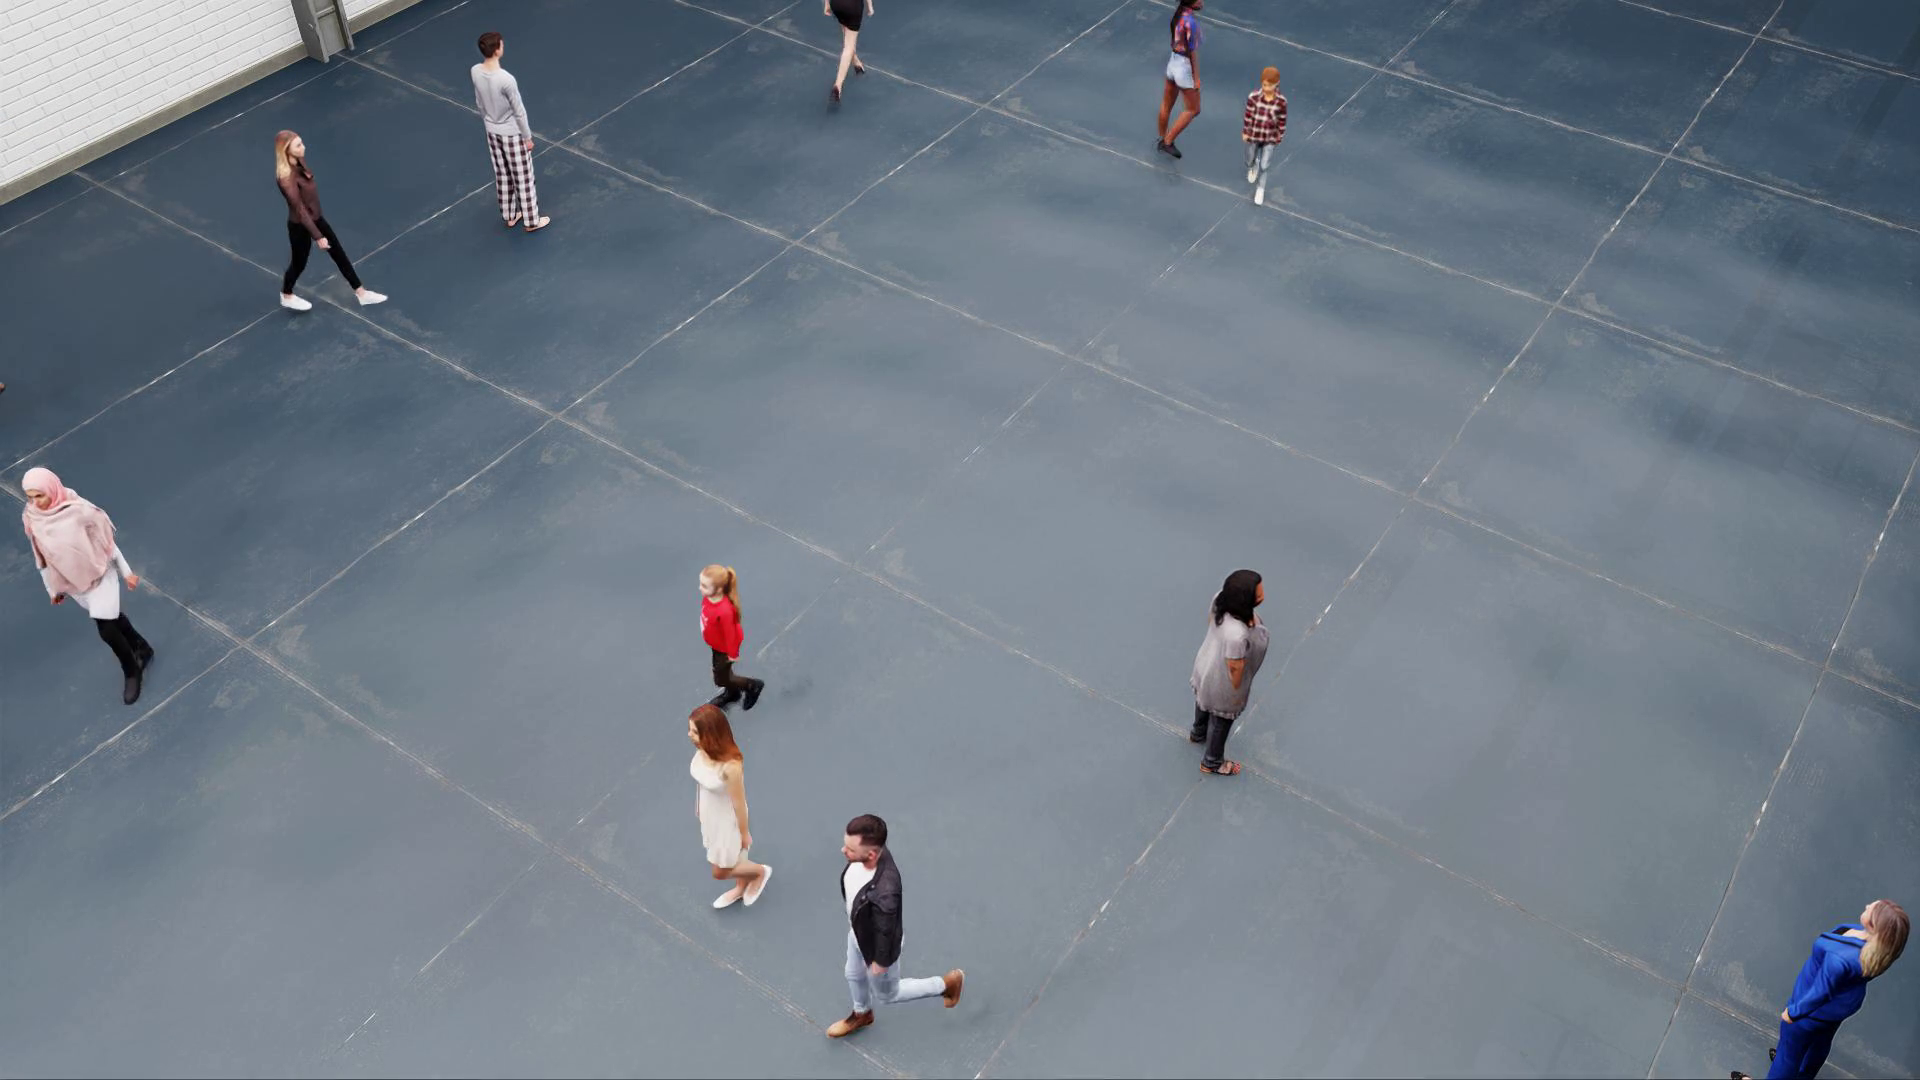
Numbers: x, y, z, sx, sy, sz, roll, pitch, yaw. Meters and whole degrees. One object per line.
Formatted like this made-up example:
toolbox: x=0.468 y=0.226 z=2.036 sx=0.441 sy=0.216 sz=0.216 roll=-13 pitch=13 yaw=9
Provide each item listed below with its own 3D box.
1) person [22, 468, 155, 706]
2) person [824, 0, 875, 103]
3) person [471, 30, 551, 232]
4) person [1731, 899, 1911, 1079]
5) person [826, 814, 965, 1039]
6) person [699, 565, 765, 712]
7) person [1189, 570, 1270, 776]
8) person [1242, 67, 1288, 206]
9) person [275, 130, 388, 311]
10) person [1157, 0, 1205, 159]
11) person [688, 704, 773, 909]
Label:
person: x=-5.542 y=0.192 z=10.662 sx=0.850 sy=1.788 sz=0.920 roll=1 pitch=44 yaw=1
person: x=-1.134 y=-5.137 z=16.273 sx=0.777 sy=1.763 sz=1.185 roll=16 pitch=46 yaw=16
person: x=-3.978 y=-3.572 z=14.569 sx=0.656 sy=1.847 sz=0.582 roll=19 pitch=47 yaw=19
person: x=4.412 y=2.355 z=8.454 sx=0.651 sy=1.701 sz=0.770 roll=-19 pitch=47 yaw=-19
person: x=-0.364 y=2.049 z=8.693 sx=1.126 sy=1.815 sz=0.982 roll=-15 pitch=46 yaw=-15
person: x=-1.456 y=0.618 z=10.588 sx=0.683 sy=1.272 sz=0.612 roll=-19 pitch=47 yaw=-19
person: x=1.620 y=0.779 z=10.174 sx=0.830 sy=1.609 sz=0.769 roll=-7 pitch=44 yaw=-7
person: x=2.760 y=-3.725 z=15.133 sx=0.662 sy=1.292 sz=0.784 roll=9 pitch=44 yaw=9
person: x=-5.441 y=-2.556 z=13.638 sx=1.082 sy=1.661 sz=1.131 roll=-1 pitch=44 yaw=-1
person: x=2.035 y=-4.325 z=15.439 sx=0.827 sy=1.738 sz=0.799 roll=-20 pitch=47 yaw=-20
person: x=-1.249 y=1.490 z=9.364 sx=0.715 sy=1.697 sz=0.663 roll=-29 pitch=51 yaw=-27
